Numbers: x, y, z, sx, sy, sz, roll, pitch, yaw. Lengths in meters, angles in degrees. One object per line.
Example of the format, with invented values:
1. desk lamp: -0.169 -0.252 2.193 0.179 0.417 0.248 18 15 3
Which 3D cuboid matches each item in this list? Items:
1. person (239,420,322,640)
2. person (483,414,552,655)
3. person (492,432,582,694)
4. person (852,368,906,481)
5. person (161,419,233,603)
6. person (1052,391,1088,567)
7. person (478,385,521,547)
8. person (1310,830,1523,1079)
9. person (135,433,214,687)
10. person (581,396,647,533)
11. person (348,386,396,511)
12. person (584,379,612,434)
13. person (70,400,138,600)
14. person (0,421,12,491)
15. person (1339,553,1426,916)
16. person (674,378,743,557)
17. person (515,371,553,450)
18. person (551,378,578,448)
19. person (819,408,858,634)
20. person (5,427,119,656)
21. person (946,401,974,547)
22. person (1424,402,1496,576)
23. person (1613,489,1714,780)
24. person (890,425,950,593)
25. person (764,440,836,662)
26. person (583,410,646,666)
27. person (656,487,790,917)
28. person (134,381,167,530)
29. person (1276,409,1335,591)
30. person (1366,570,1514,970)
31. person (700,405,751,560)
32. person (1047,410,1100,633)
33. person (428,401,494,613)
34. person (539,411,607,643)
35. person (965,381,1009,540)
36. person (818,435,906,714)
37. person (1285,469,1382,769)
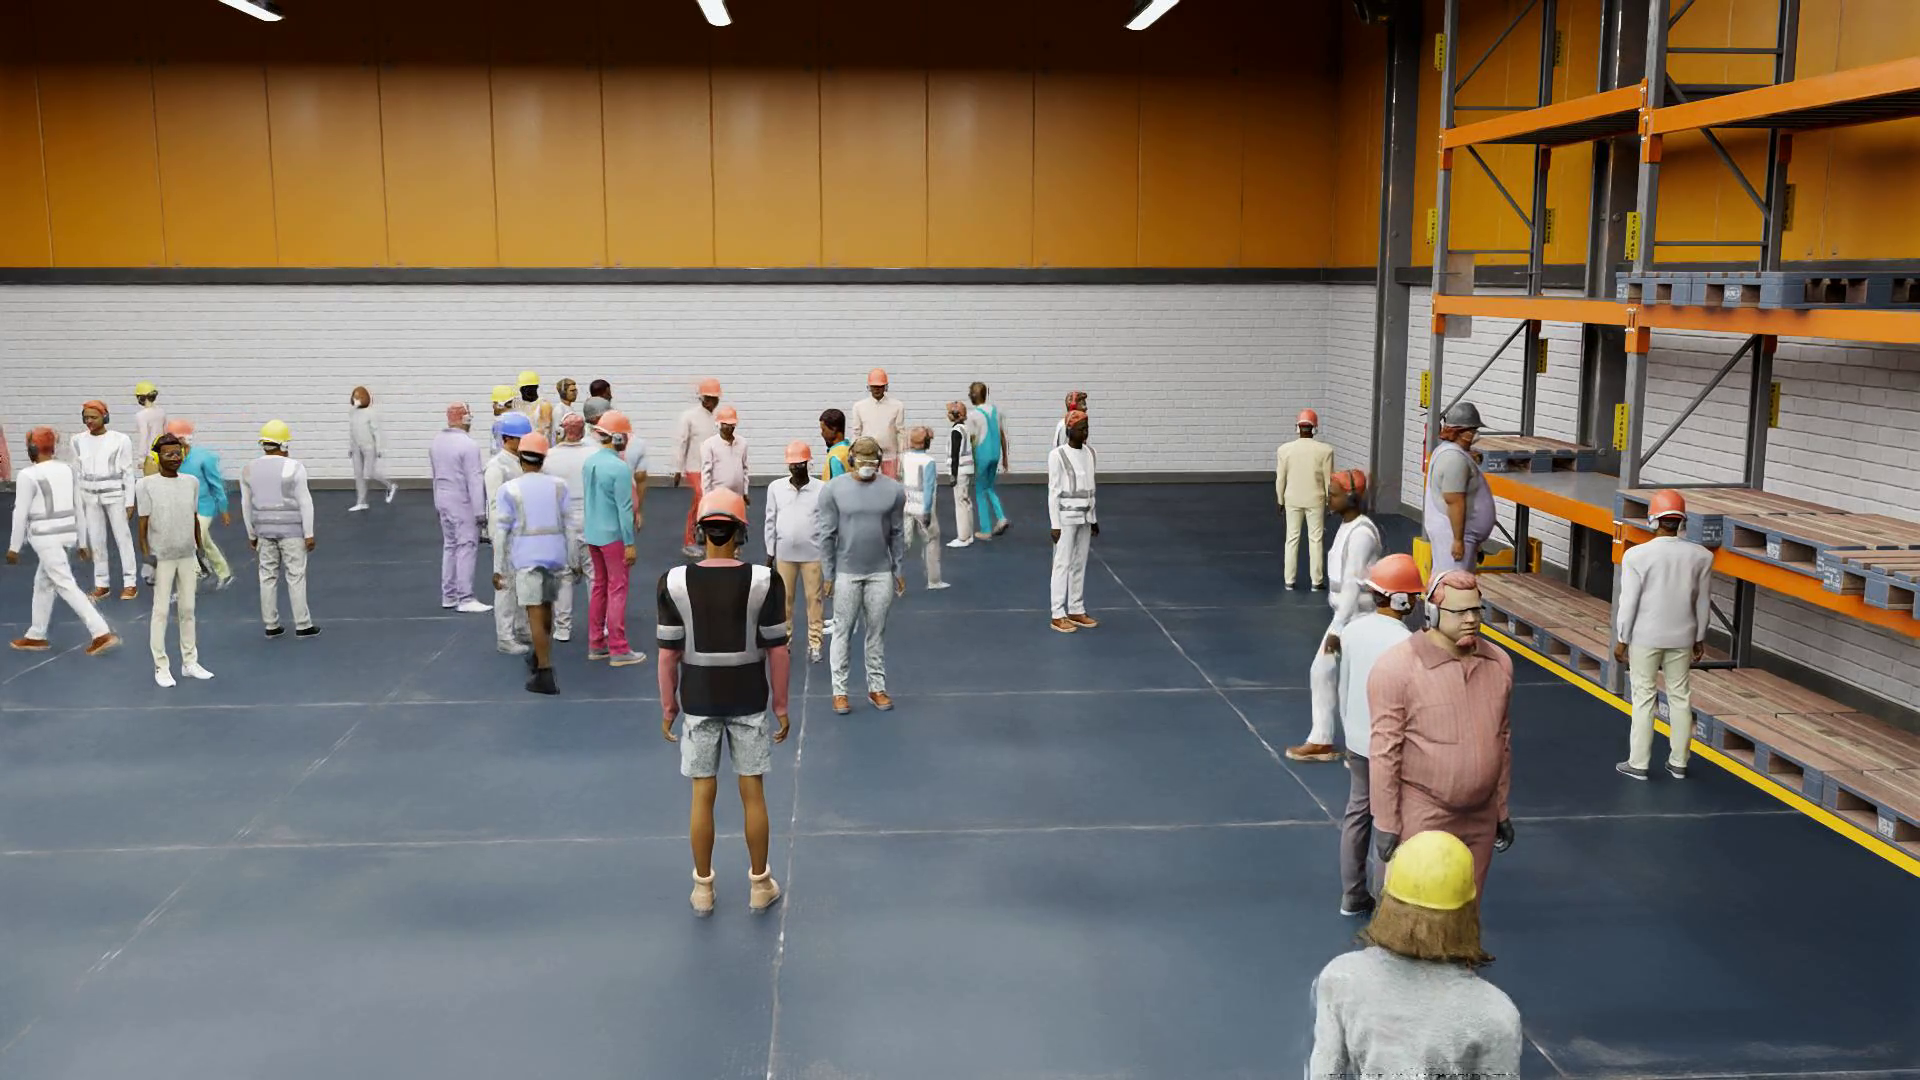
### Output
1. person: -5.630 -0.080 13.806 0.586 1.835 0.404 1 9 6
2. person: -3.554 -0.047 13.304 0.420 1.933 0.616 2 9 15
3. person: -3.154 0.144 12.299 0.632 1.862 1.004 -6 11 -32
4. person: -0.918 -0.951 18.822 0.608 1.987 0.401 -1 9 -4
5. person: -7.189 -0.305 15.671 0.574 1.702 0.939 3 10 18
6. person: 1.121 -0.624 17.226 0.382 1.838 0.566 3 9 16
7. person: -5.117 -0.812 18.503 0.771 1.806 0.596 3 9 18
8. person: 1.041 1.550 3.933 0.499 1.726 0.530 7 11 36
9. person: -5.813 0.138 12.319 0.326 1.874 0.519 6 11 35
10. person: -3.092 -0.308 14.593 0.683 2.000 0.966 -7 11 -38
11. person: -7.634 -1.189 21.476 0.517 1.619 0.547 5 10 29
12. person: -3.864 -0.766 17.847 0.391 1.921 0.593 -3 10 -19
13. person: -7.963 -0.367 15.483 0.578 1.877 0.348 0 9 0
14. person: -10.384 -0.683 17.511 0.654 1.871 0.937 -2 9 -15
15. person: 1.984 0.929 7.719 0.338 1.752 0.564 -3 10 -21
16. person: -2.642 -0.740 17.625 1.042 1.931 0.633 7 11 38
17. person: -4.969 -1.024 19.497 0.423 1.918 0.590 -8 12 -42
18. person: -4.520 -0.938 19.161 0.343 1.847 0.506 0 9 1
19. person: -0.995 -0.159 14.060 0.397 1.914 0.587 1 9 5
20. person: -7.176 0.012 13.241 1.004 1.840 0.567 1 9 9
21. person: 0.001 -0.734 18.562 0.321 1.627 0.509 2 9 10
22. person: 3.942 -0.075 13.128 0.536 2.000 0.683 1 9 7
23. person: 4.208 0.565 10.008 0.573 1.748 0.342 -1 9 -4
24. person: -0.452 -0.285 15.824 0.772 1.610 0.514 -7 12 -39
25. person: -1.256 0.088 12.999 0.560 1.753 0.328 1 9 5
26. person: -2.701 -0.020 12.967 0.417 1.985 0.637 -8 12 -41
27. person: -1.113 0.764 7.884 0.615 2.031 0.399 -1 9 -4
28. person: -9.640 -1.006 19.834 0.326 1.767 0.533 1 9 7
29. person: 3.318 -0.382 15.962 0.560 1.750 0.329 3 10 20
30. person: 1.883 1.056 6.447 0.642 1.909 0.408 -4 10 -22
31. person: -2.304 -0.470 16.506 0.573 1.749 0.343 -9 13 -44
32. person: 0.976 -0.164 14.180 0.341 1.882 0.586 8 12 42
33. person: -4.495 -0.300 15.016 0.667 1.898 0.397 8 12 42
34. person: -3.169 -0.106 13.742 0.651 1.909 0.409 -3 9 -16
35. person: 0.293 -0.901 18.980 0.560 1.824 0.430 -7 12 -39
36. person: -0.668 0.234 11.532 0.628 1.933 0.378 -3 10 -18
37. person: 2.314 0.498 10.109 0.783 1.854 0.590 0 9 -1
